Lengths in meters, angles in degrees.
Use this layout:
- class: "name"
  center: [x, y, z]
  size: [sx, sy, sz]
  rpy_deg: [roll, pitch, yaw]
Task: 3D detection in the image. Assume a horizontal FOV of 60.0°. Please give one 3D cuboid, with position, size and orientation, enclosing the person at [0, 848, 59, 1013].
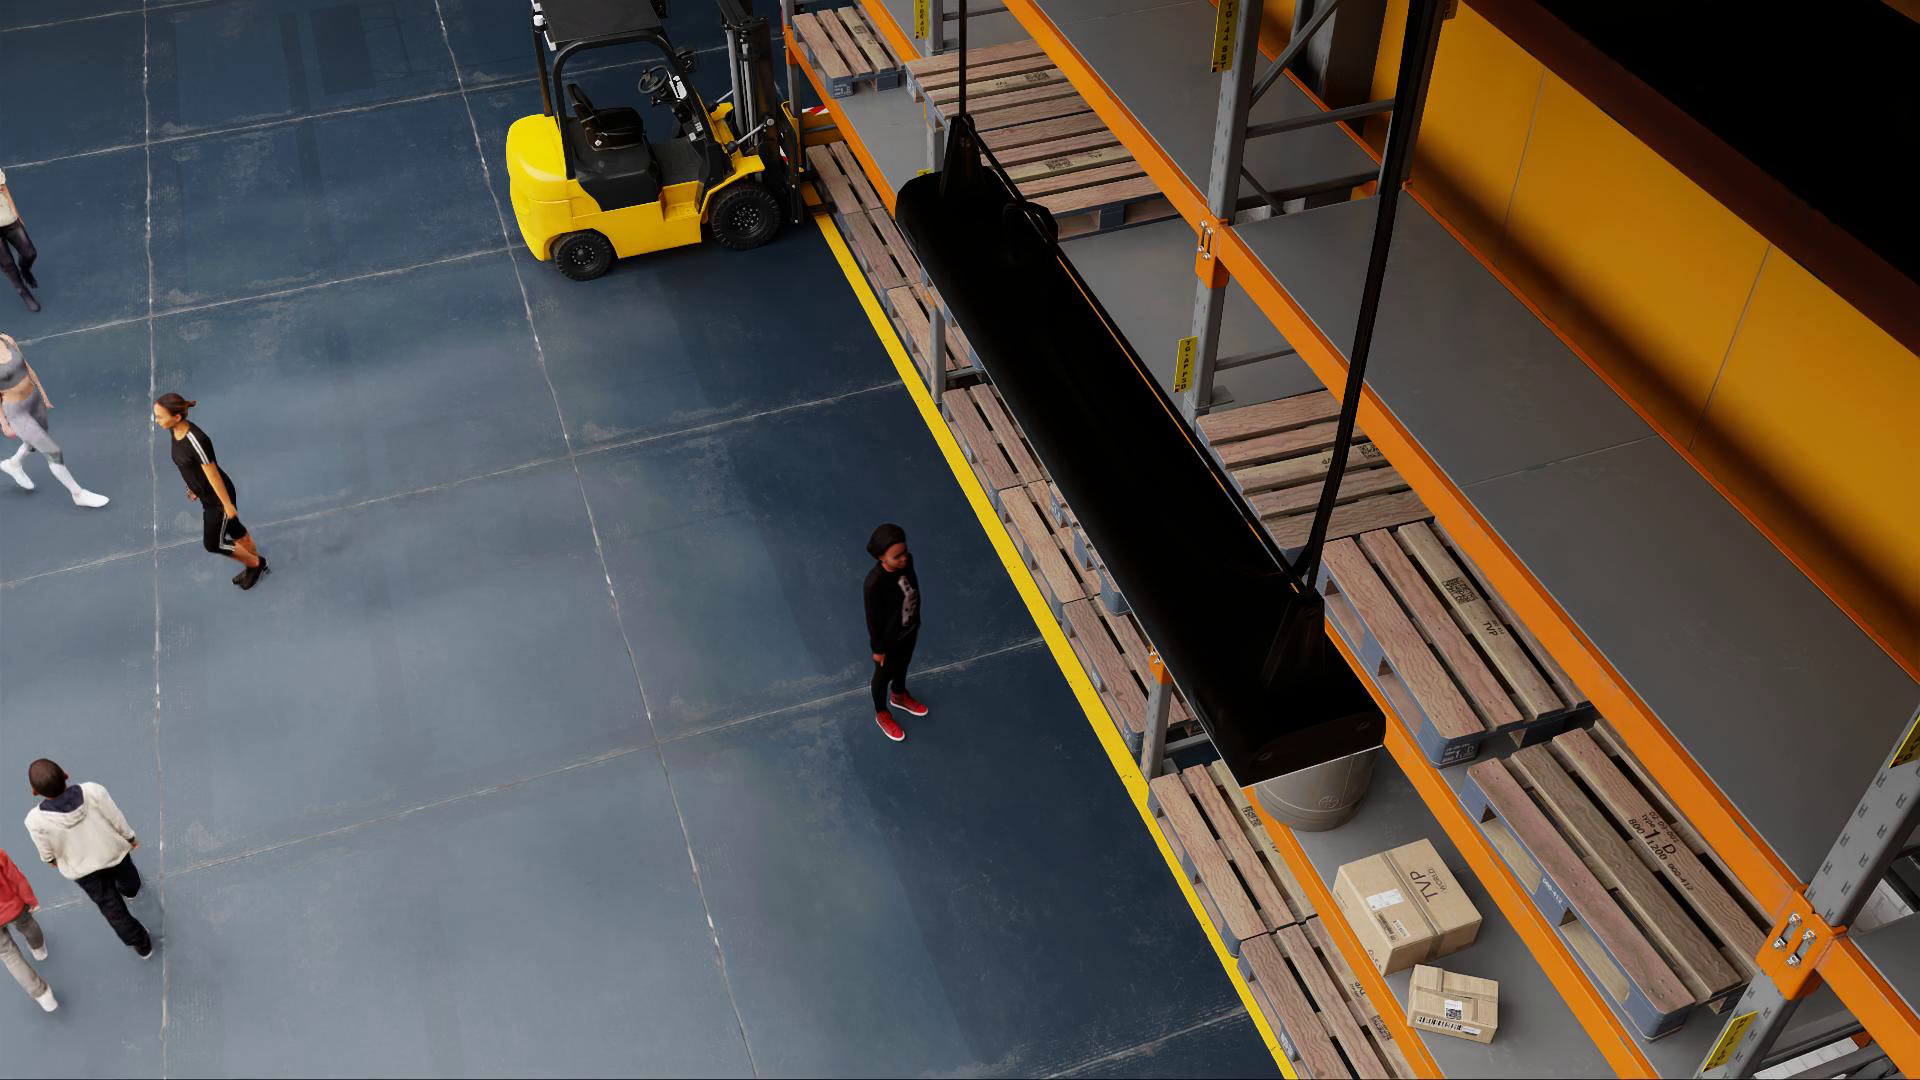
- class: "person"
  center: [-5.141, 2.015, 8.891]
  size: [0.738, 1.395, 0.930]
  rpy_deg: [-34, 53, -30]

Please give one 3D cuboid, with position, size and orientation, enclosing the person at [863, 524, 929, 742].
- class: "person"
  center: [-0.412, 0.541, 10.235]
  size: [0.710, 1.675, 0.685]
  rpy_deg: [26, 49, 25]

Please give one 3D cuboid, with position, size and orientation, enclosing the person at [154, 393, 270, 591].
- class: "person"
  center: [-4.946, -0.356, 11.189]
  size: [0.755, 1.659, 0.638]
  rpy_deg: [-31, 52, -29]

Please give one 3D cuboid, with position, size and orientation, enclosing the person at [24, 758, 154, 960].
- class: "person"
  center: [-4.717, 1.772, 9.123]
  size: [0.799, 1.428, 0.997]
  rpy_deg: [-29, 51, -27]

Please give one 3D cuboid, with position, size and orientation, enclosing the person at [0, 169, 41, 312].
- class: "person"
  center: [-7.899, -2.598, 13.600]
  size: [0.786, 1.578, 0.727]
  rpy_deg: [34, 53, 31]

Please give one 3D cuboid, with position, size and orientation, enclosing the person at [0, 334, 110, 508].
- class: "person"
  center: [-6.696, -0.888, 11.799]
  size: [0.992, 1.587, 1.072]
  rpy_deg: [8, 44, 8]
